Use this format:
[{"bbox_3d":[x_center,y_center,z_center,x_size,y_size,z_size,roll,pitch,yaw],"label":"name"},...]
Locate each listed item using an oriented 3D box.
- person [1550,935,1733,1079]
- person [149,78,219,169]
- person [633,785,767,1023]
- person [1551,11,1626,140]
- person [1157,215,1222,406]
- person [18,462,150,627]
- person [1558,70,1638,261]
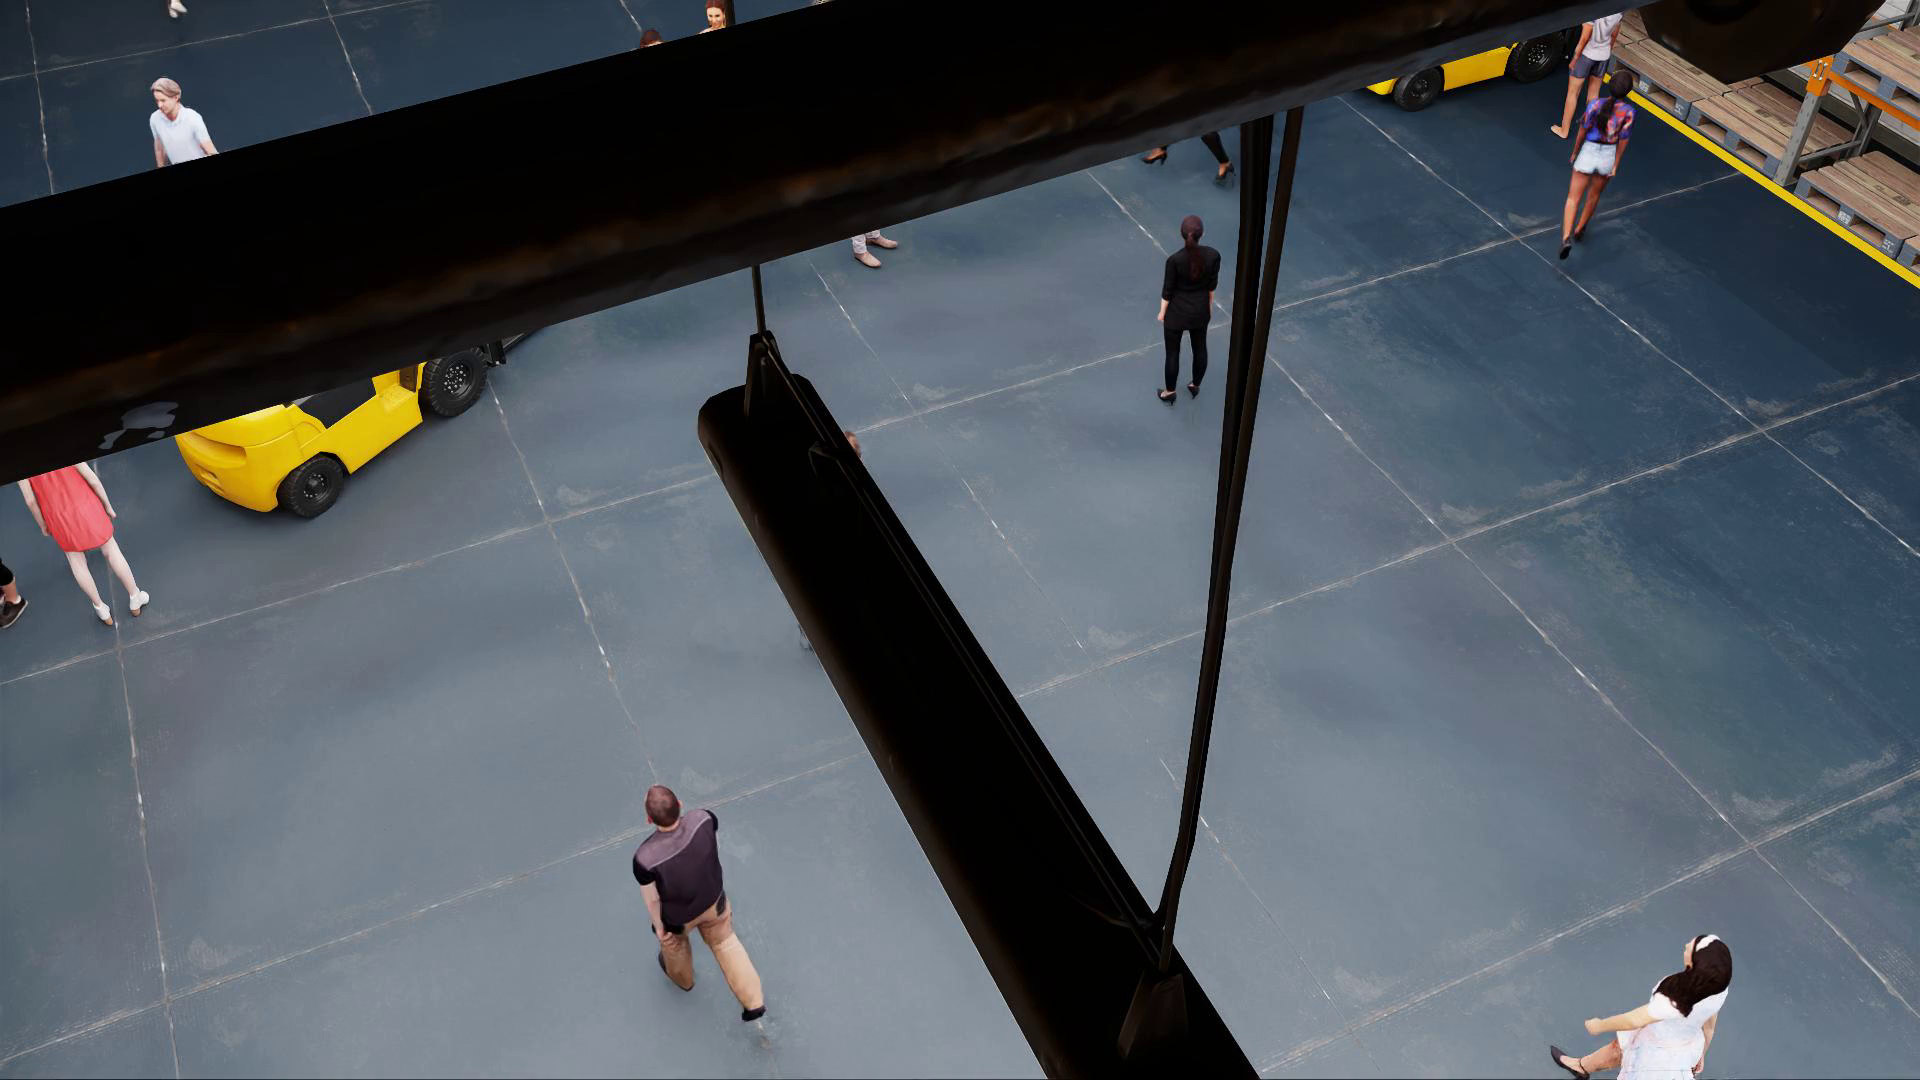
[{"bbox_3d":[3.492,2.642,8.166,0.712,1.750,1.228,-22,48,-21],"label":"person"},{"bbox_3d":[-6.449,-3.137,14.207,1.136,1.784,1.254,10,45,10],"label":"person"},{"bbox_3d":[-1.394,1.965,8.832,0.808,1.813,1.090,-28,50,-26],"label":"person"},{"bbox_3d":[6.033,-4.607,15.866,0.620,1.624,0.584,-11,45,-11],"label":"person"},{"bbox_3d":[1.755,-1.759,12.852,0.637,1.659,0.600,-10,44,-10],"label":"person"},{"bbox_3d":[-5.884,-0.157,11.048,0.598,1.827,0.487,-17,46,-17],"label":"person"},{"bbox_3d":[5.457,-3.203,14.324,1.039,1.719,1.065,17,46,17],"label":"person"}]
